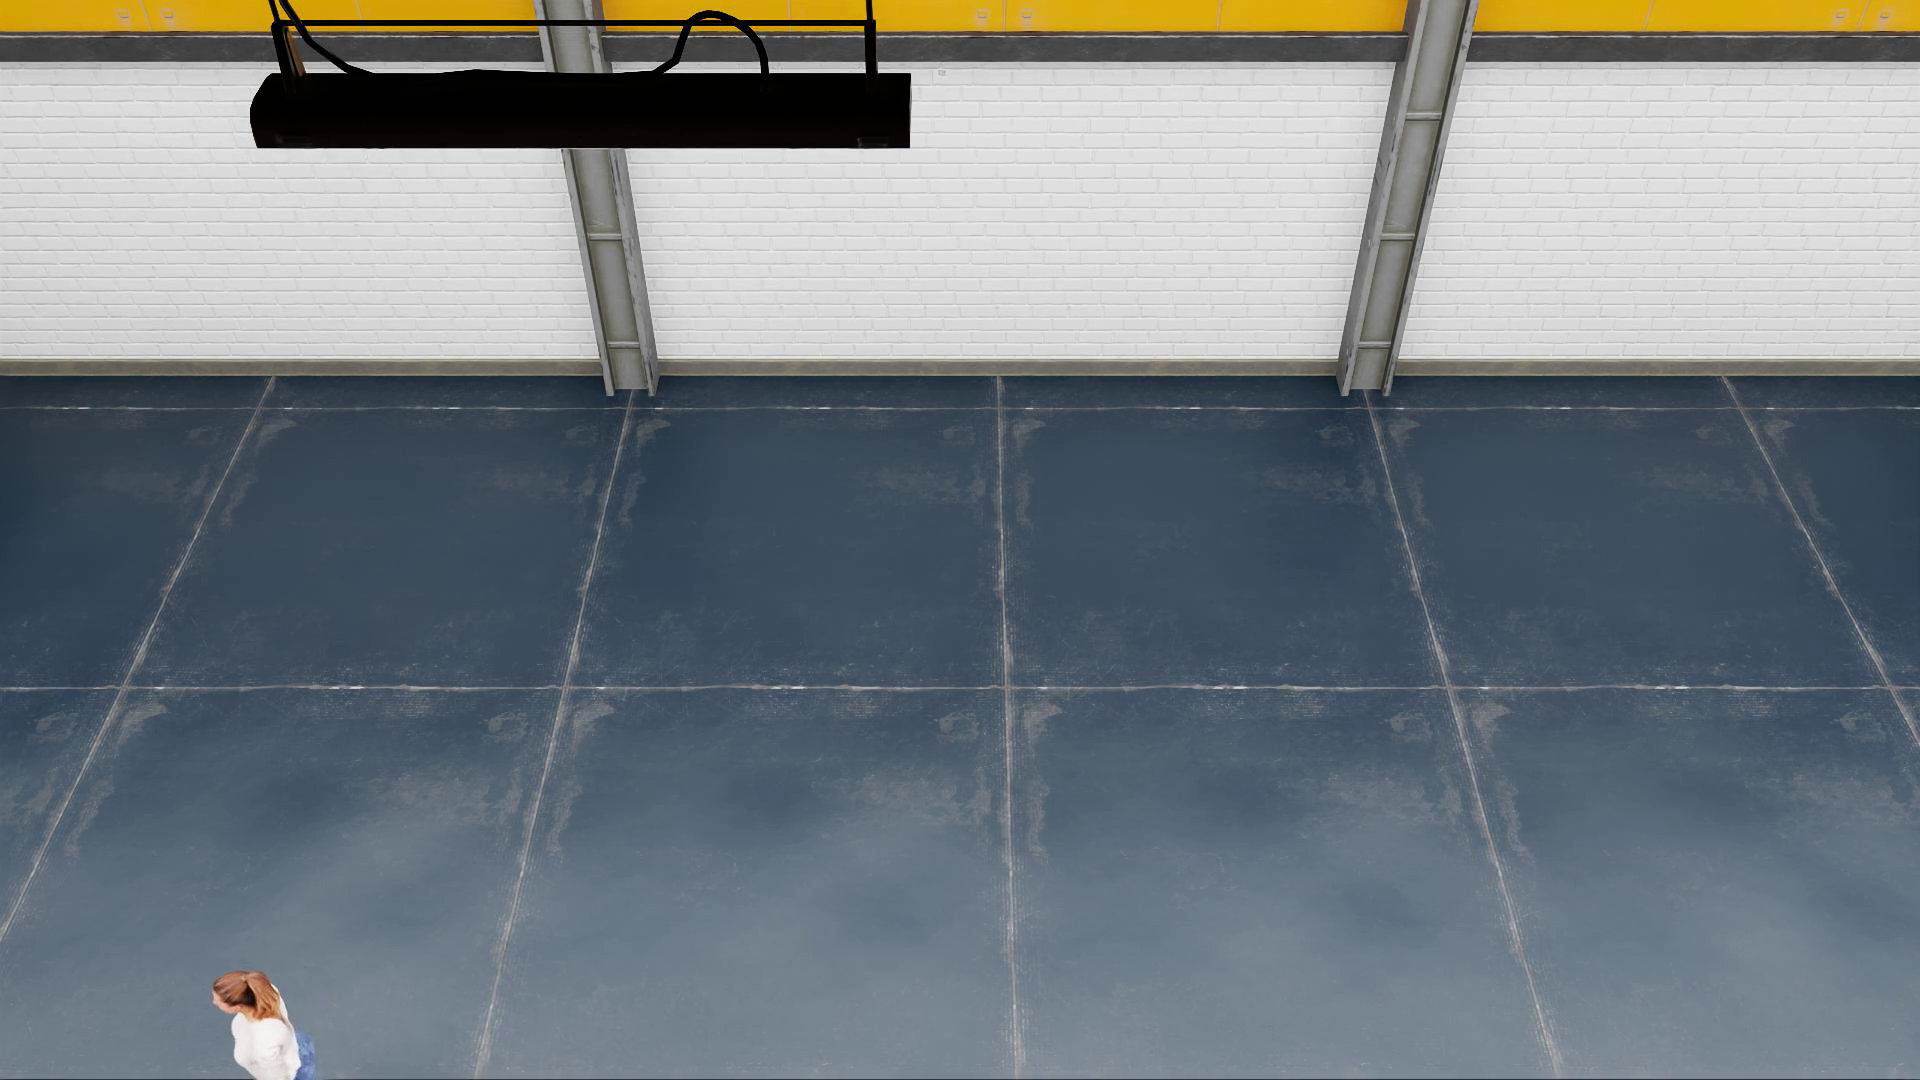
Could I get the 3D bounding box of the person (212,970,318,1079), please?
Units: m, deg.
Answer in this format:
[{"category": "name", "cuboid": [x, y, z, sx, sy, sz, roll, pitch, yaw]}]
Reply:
[{"category": "person", "cuboid": [-3.277, 2.641, 8.325, 0.688, 1.709, 0.693, -11, 45, -11]}]
